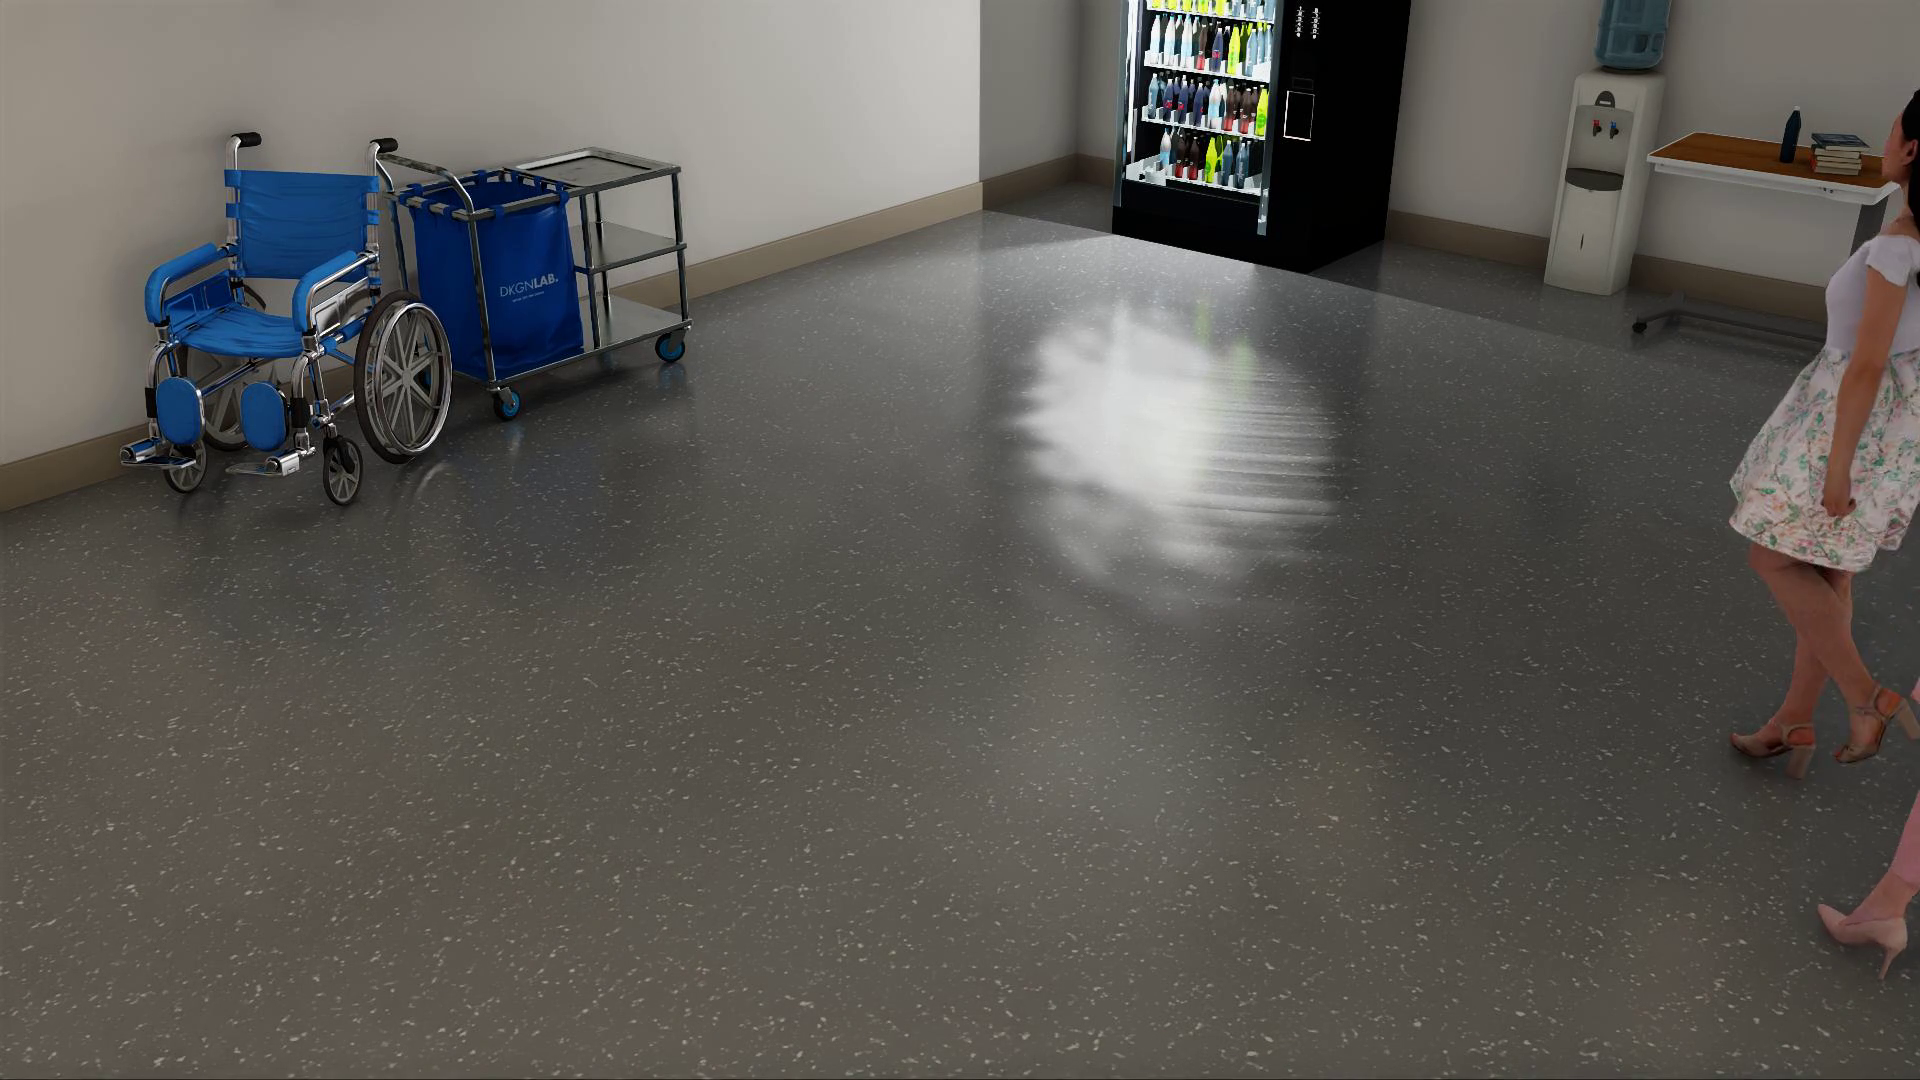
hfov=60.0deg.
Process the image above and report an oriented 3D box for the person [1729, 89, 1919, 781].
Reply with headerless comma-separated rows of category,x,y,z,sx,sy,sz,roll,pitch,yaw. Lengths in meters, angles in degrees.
person,2.229,-0.171,3.984,0.759,1.763,0.890,-16,30,-29
